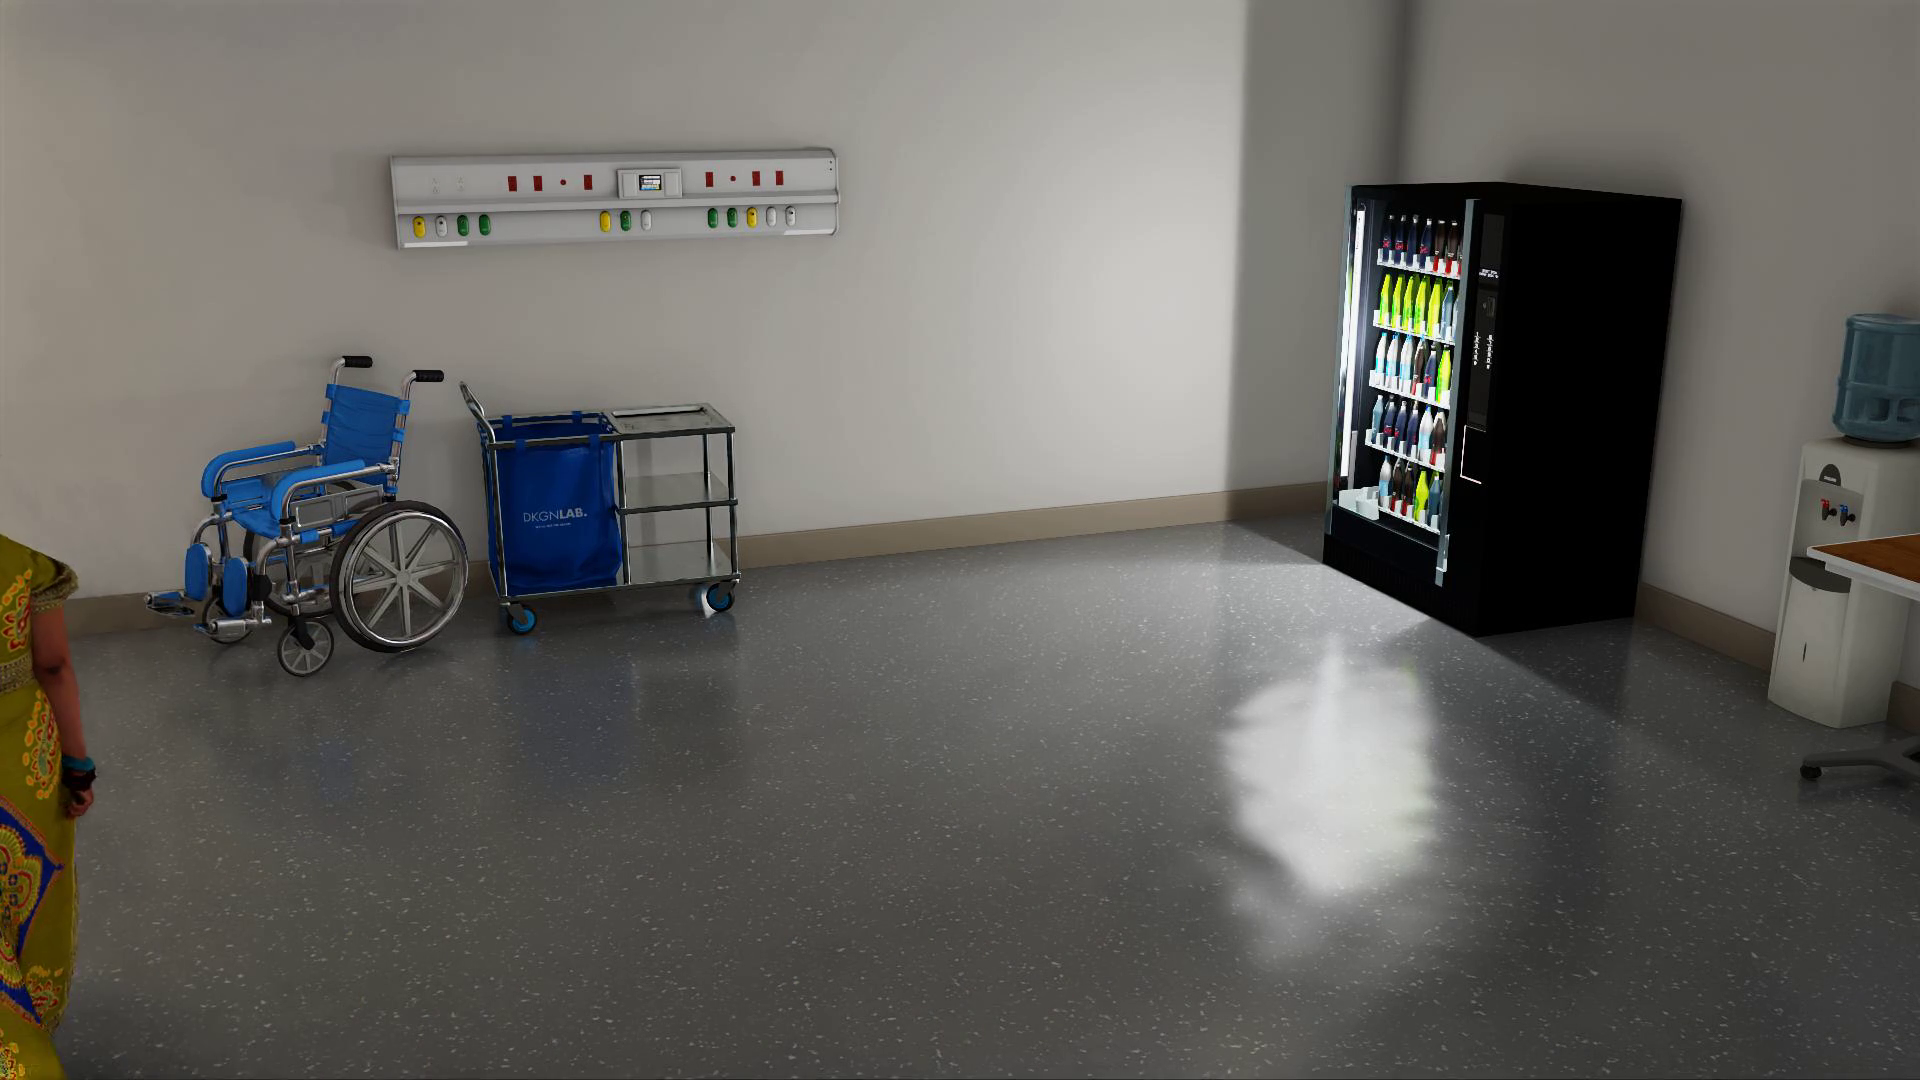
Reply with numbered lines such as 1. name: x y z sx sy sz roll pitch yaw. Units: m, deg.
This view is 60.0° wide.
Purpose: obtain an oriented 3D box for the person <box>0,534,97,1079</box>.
1. person: -2.078 0.597 3.536 1.428 1.610 1.194 12 20 37
